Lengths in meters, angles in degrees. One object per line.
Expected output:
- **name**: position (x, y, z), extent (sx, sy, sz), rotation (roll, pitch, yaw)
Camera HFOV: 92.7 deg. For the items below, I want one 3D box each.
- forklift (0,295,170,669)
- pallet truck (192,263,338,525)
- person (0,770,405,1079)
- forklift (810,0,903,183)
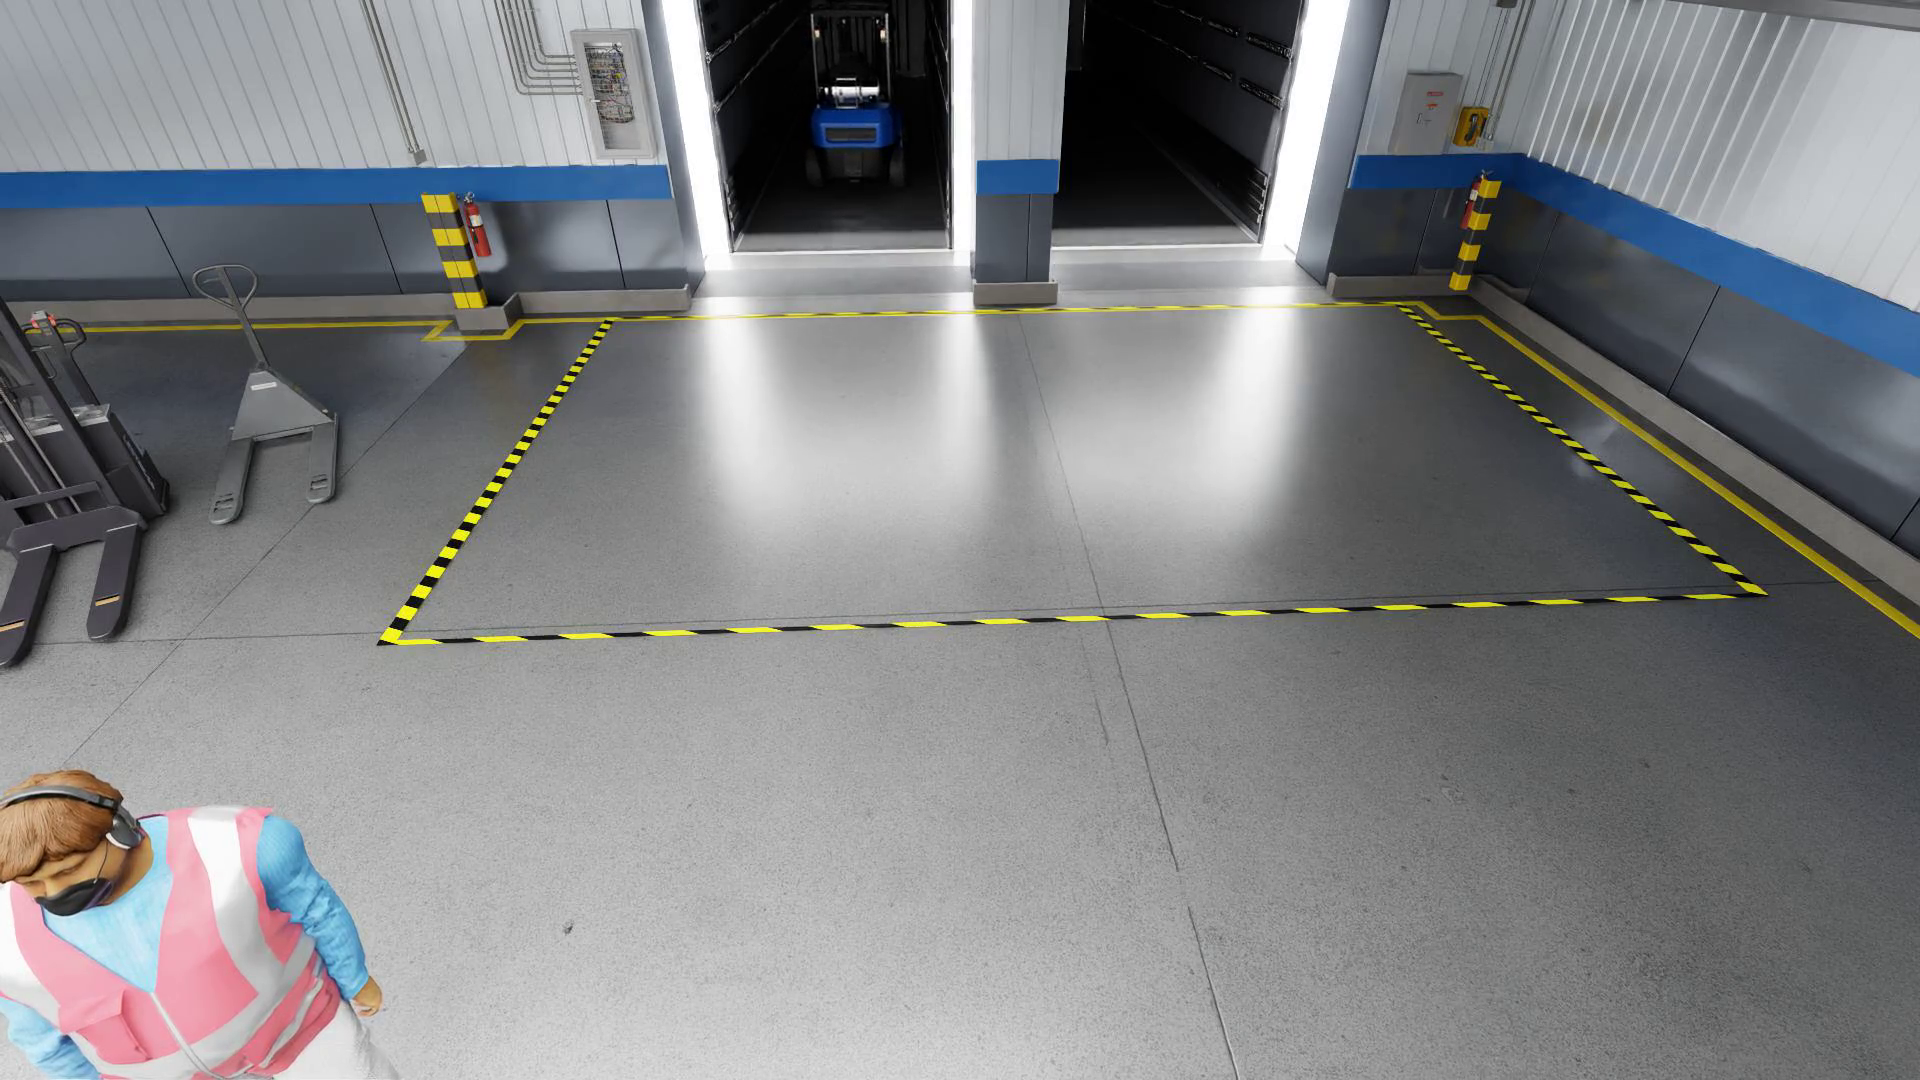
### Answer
- **forklift**: position (-5.212, -0.618, 4.878), extent (0.823, 1.965, 1.885), rotation (-20, 39, -26)
- **pallet truck**: position (-4.778, -1.027, 6.128), extent (0.680, 1.201, 1.601), rotation (-17, 38, -23)
- **person**: position (-1.834, 1.253, 2.324), extent (0.632, 1.842, 0.429), rotation (-21, 40, -27)
- **forklift**: position (-1.428, -6.348, 12.798), extent (1.157, 2.036, 2.680), rotation (0, 35, 0)
